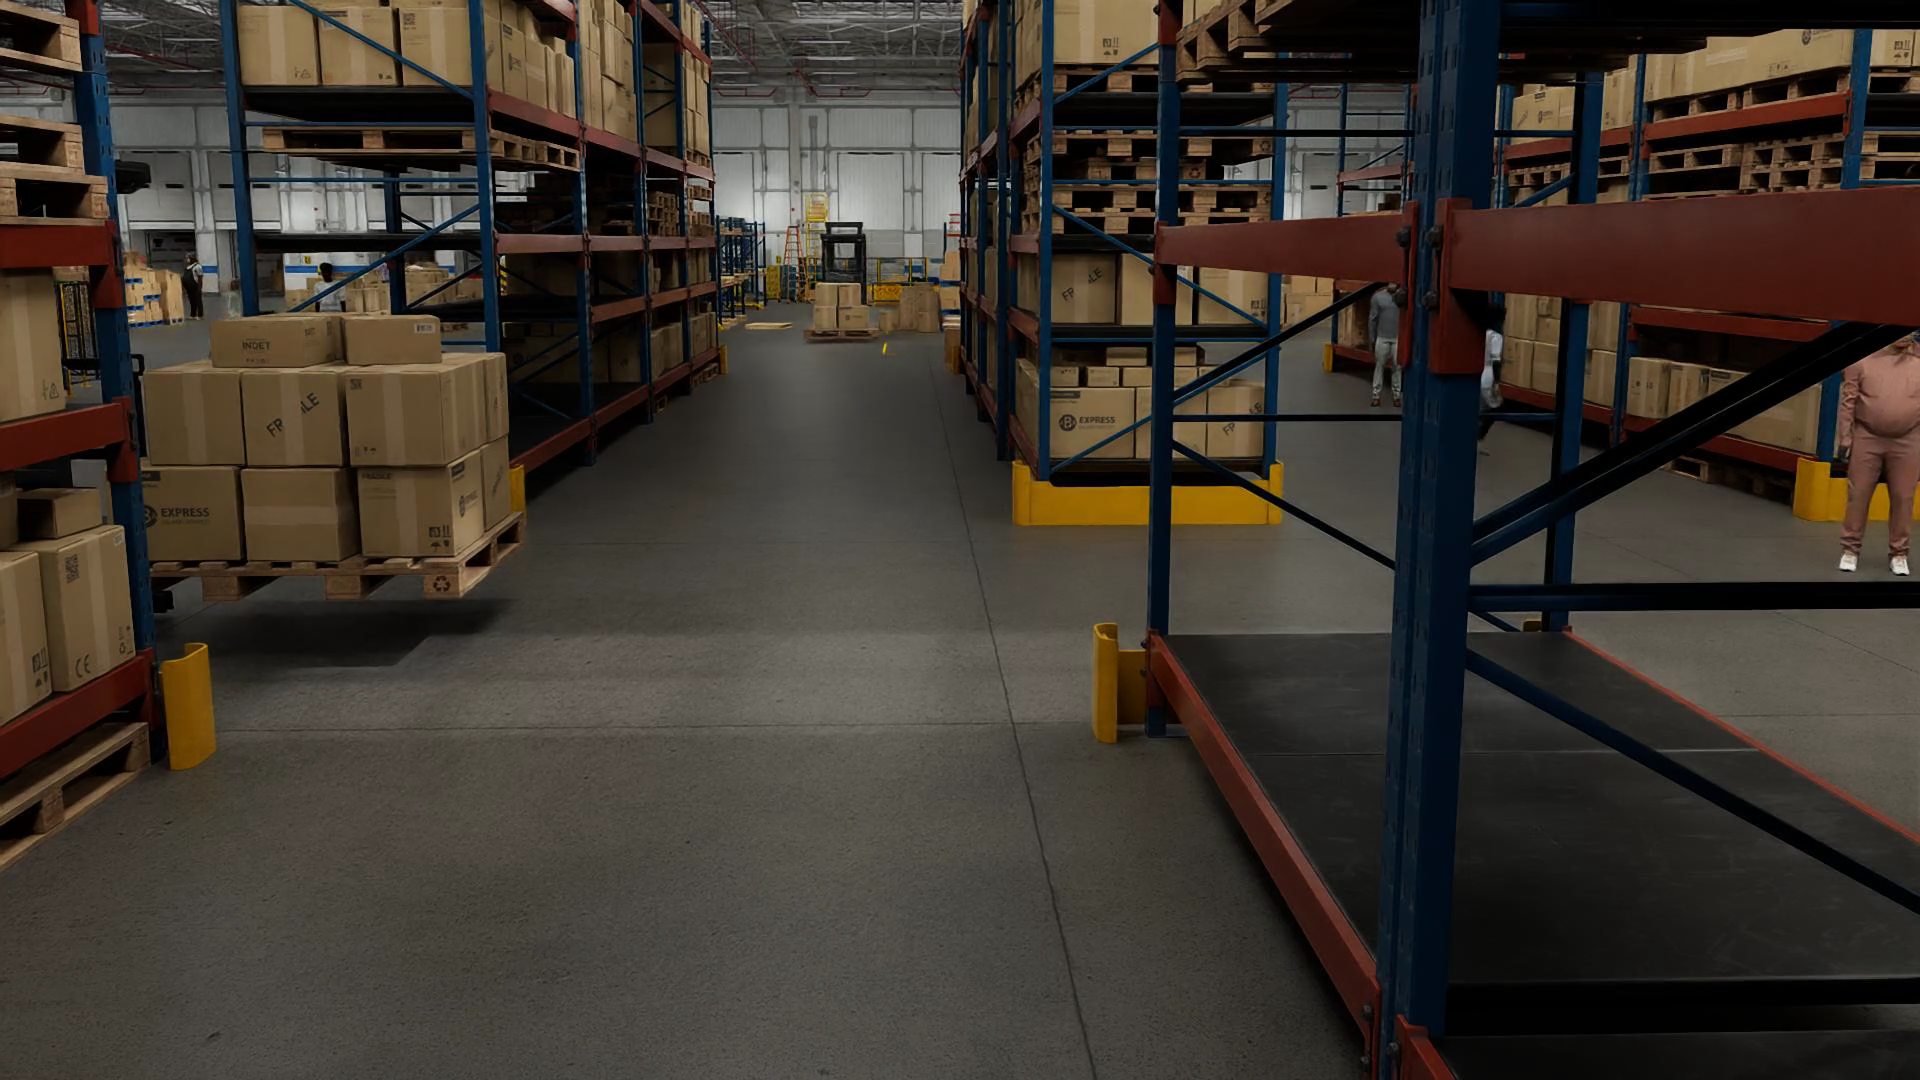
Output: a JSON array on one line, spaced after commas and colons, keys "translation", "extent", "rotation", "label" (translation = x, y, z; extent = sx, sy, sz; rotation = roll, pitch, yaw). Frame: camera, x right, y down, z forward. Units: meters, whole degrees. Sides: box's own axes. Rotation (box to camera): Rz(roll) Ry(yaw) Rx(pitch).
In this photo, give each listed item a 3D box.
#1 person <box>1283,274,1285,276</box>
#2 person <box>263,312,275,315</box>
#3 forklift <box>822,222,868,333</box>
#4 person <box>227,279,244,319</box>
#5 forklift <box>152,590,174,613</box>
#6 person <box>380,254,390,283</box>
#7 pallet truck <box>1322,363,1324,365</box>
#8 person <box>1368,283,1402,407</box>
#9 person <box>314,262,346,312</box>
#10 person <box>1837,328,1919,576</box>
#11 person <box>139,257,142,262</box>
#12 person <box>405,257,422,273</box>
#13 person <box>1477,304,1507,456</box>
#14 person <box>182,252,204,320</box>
[{"translation": [11.448, -8.932, 57.519], "extent": [0.628, 1.934, 0.375], "rotation": [-4, 11, -19], "label": "person"}, {"translation": [-6.770, -1.429, 16.489], "extent": [0.540, 1.650, 0.793], "rotation": [-1, 10, -5], "label": "person"}, {"translation": [-2.864, -6.509, 41.384], "extent": [1.129, 2.768, 1.873], "rotation": [0, 10, -2], "label": "forklift"}, {"translation": [-14.164, -4.262, 32.383], "extent": [0.552, 1.626, 0.526], "rotation": [-5, 11, -25], "label": "person"}, {"translation": [-5.858, -0.811, 9.639], "extent": [1.873, 2.768, 1.129], "rotation": [-1, 10, -3], "label": "forklift"}, {"translation": [-21.498, -9.790, 62.354], "extent": [0.391, 1.919, 0.581], "rotation": [1, 10, 4], "label": "person"}, {"translation": [7.712, -4.157, 30.737], "extent": [1.885, 1.965, 0.823], "rotation": [3, 11, 16], "label": "pallet truck"}, {"translation": [6.127, -2.856, 23.657], "extent": [0.635, 1.937, 0.353], "rotation": [2, 10, 12], "label": "person"}, {"translation": [-11.770, -4.211, 31.141], "extent": [0.631, 1.959, 0.374], "rotation": [1, 10, 4], "label": "person"}, {"translation": [6.556, -0.697, 11.744], "extent": [0.648, 1.898, 0.395], "rotation": [5, 11, 25], "label": "person"}, {"translation": [-24.531, -7.531, 49.726], "extent": [0.393, 1.927, 0.565], "rotation": [-3, 11, -18], "label": "person"}, {"translation": [-17.471, -8.092, 53.031], "extent": [0.787, 1.854, 0.584], "rotation": [8, 13, 37], "label": "person"}, {"translation": [5.645, -1.712, 18.004], "extent": [0.447, 1.661, 0.615], "rotation": [-4, 11, -23], "label": "person"}, {"translation": [-23.002, -7.605, 49.829], "extent": [0.687, 2.000, 0.538], "rotation": [7, 12, 33], "label": "person"}]
